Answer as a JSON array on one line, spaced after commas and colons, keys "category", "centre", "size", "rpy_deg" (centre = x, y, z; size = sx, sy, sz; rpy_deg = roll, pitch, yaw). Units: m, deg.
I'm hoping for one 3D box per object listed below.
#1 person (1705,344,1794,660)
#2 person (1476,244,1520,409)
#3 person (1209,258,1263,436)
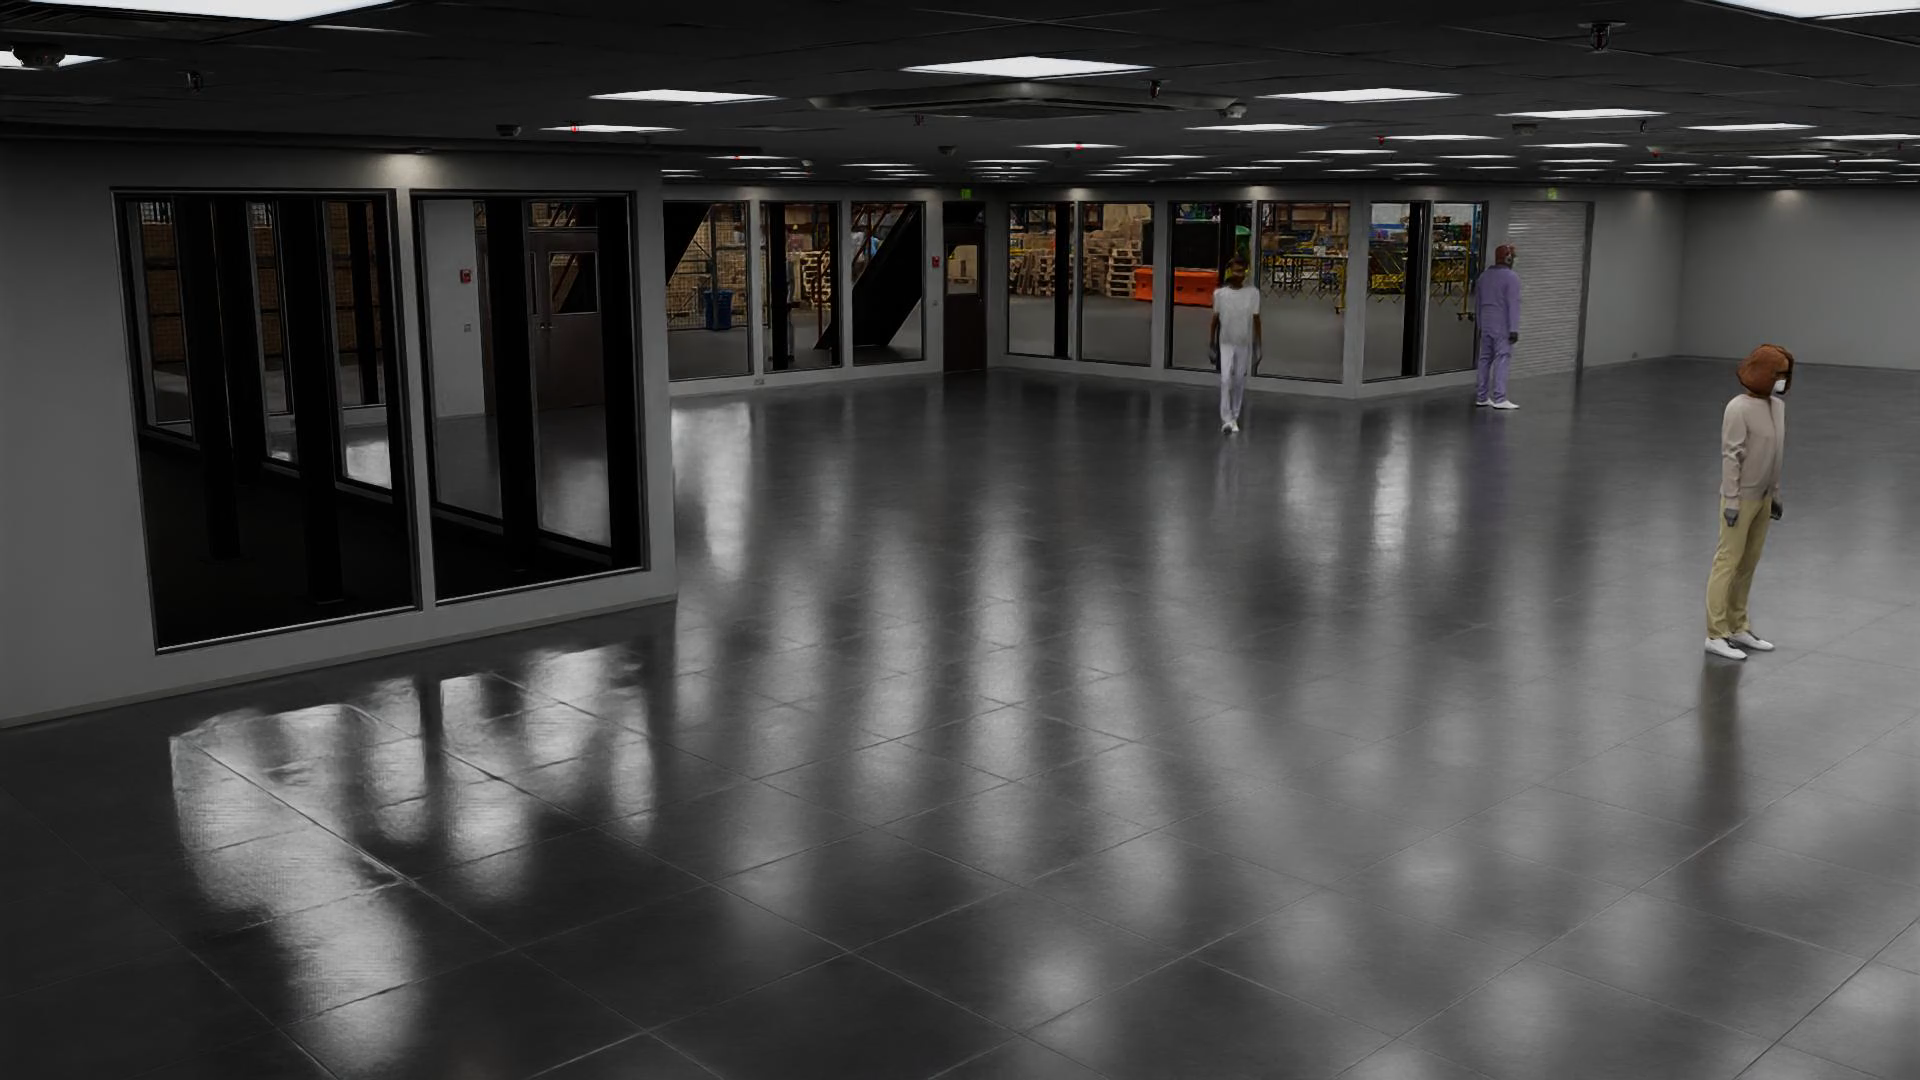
[{"category": "person", "centre": [4.132, -0.206, 8.685], "size": [0.498, 1.633, 0.284], "rpy_deg": [-9, 14, -37]}, {"category": "person", "centre": [6.305, -2.487, 19.424], "size": [0.399, 1.909, 0.642], "rpy_deg": [-5, 12, -22]}, {"category": "person", "centre": [2.834, -1.972, 17.073], "size": [0.517, 1.816, 1.010], "rpy_deg": [1, 11, 4]}]
